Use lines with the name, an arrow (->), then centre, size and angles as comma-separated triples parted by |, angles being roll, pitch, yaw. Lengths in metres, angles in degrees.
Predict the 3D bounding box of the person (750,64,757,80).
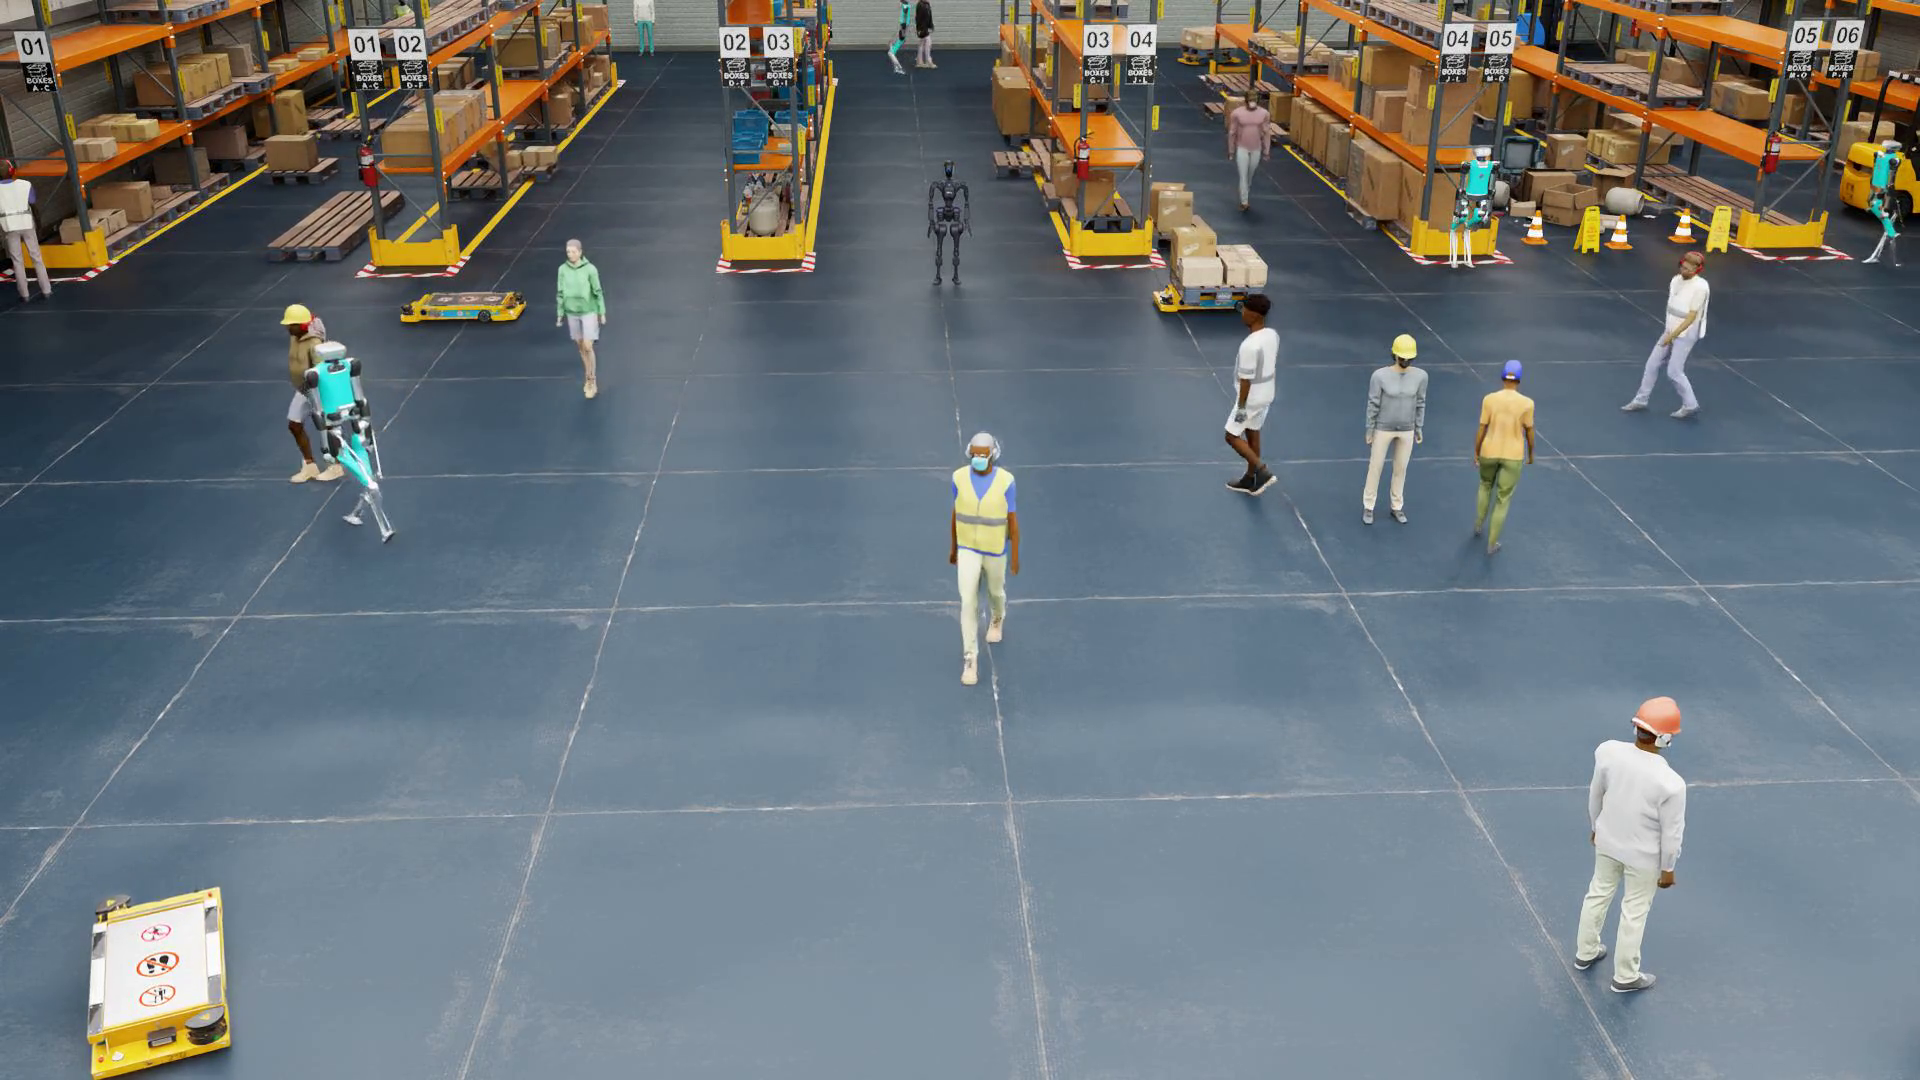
person -> -4.849, -11.607, 38.700 | 0.620, 1.785, 0.481 | 7, 25, 16

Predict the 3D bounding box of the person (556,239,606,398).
person -> -4.142, -2.401, 18.065 | 0.503, 1.718, 0.644 | 4, 24, 10

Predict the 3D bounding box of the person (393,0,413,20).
person -> -13.766, -12.715, 41.284 | 0.539, 1.695, 0.315 | -1, 24, -3

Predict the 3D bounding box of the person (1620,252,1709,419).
person -> 7.493, -2.144, 17.400 | 0.666, 1.798, 0.557 | -4, 24, -9

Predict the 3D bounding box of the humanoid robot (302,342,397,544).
humanoid robot -> -5.222, -0.814, 14.564 | 1.038, 1.763, 0.530 | 17, 29, 34

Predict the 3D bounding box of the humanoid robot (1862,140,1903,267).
humanoid robot -> 13.003, -4.615, 23.180 | 0.742, 1.896, 0.551 | -1, 24, -2

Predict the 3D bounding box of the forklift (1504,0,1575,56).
forklift -> 14.700, -13.805, 42.301 | 1.873, 2.768, 1.129 | -1, 24, -2

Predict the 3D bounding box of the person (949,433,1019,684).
person -> 0.188, 0.049, 12.416 | 0.538, 1.854, 0.963 | 4, 24, 8

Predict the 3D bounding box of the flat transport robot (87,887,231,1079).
flat transport robot -> -4.398, 2.373, 9.141 | 0.659, 0.231, 1.431 | -10, 26, -22

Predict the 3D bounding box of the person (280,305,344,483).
person -> -6.187, -1.353, 15.686 | 0.577, 1.746, 0.625 | 17, 29, 33

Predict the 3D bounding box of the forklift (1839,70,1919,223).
forklift -> 15.132, -6.143, 25.915 | 2.313, 2.155, 1.214 | -1, 24, -2

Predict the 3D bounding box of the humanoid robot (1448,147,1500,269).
humanoid robot -> 6.974, -4.584, 22.803 | 0.533, 1.677, 0.735 | -1, 24, -2

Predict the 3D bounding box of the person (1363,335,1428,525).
person -> 3.880, -0.982, 14.838 | 0.531, 1.766, 0.314 | -1, 24, -3

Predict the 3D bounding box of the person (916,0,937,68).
person -> -0.773, -12.436, 40.491 | 0.728, 1.825, 0.551 | 8, 25, 18

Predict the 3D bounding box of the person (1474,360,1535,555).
person -> 4.717, -0.746, 14.380 | 0.469, 1.680, 0.703 | 14, 28, 28

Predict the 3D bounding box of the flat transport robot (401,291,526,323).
flat transport robot -> -6.295, -2.951, 21.104 | 1.431, 0.231, 0.659 | -1, 24, -2

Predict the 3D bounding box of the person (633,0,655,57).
person -> -8.026, -13.211, 42.317 | 0.531, 1.766, 0.314 | -1, 24, -3

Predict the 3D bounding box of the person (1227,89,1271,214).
person -> 4.580, -6.123, 26.235 | 0.653, 1.888, 0.984 | -1, 24, -3

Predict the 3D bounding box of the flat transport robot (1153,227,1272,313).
flat transport robot -> 3.261, -3.139, 21.526 | 1.431, 0.231, 0.659 | -1, 24, -2

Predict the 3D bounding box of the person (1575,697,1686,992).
person -> 3.641, 1.633, 8.981 | 0.330, 1.746, 0.558 | -14, 28, -28

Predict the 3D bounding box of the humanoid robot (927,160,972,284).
humanoid robot -> -0.141, -4.259, 22.294 | 0.599, 1.657, 0.315 | -1, 24, -2

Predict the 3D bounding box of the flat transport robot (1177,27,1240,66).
flat transport robot -> 6.200, -11.995, 41.425 | 1.431, 0.231, 0.659 | -8, 25, -17

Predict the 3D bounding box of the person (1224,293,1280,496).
person -> 2.733, -1.320, 15.363 | 0.486, 1.954, 0.602 | 17, 29, 33

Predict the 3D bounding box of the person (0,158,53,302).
person -> -12.195, -4.005, 21.543 | 0.563, 1.838, 0.389 | -15, 28, -30

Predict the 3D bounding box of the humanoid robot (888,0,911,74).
humanoid robot -> -1.511, -12.039, 39.729 | 0.679, 1.798, 0.544 | 0, 24, 0
